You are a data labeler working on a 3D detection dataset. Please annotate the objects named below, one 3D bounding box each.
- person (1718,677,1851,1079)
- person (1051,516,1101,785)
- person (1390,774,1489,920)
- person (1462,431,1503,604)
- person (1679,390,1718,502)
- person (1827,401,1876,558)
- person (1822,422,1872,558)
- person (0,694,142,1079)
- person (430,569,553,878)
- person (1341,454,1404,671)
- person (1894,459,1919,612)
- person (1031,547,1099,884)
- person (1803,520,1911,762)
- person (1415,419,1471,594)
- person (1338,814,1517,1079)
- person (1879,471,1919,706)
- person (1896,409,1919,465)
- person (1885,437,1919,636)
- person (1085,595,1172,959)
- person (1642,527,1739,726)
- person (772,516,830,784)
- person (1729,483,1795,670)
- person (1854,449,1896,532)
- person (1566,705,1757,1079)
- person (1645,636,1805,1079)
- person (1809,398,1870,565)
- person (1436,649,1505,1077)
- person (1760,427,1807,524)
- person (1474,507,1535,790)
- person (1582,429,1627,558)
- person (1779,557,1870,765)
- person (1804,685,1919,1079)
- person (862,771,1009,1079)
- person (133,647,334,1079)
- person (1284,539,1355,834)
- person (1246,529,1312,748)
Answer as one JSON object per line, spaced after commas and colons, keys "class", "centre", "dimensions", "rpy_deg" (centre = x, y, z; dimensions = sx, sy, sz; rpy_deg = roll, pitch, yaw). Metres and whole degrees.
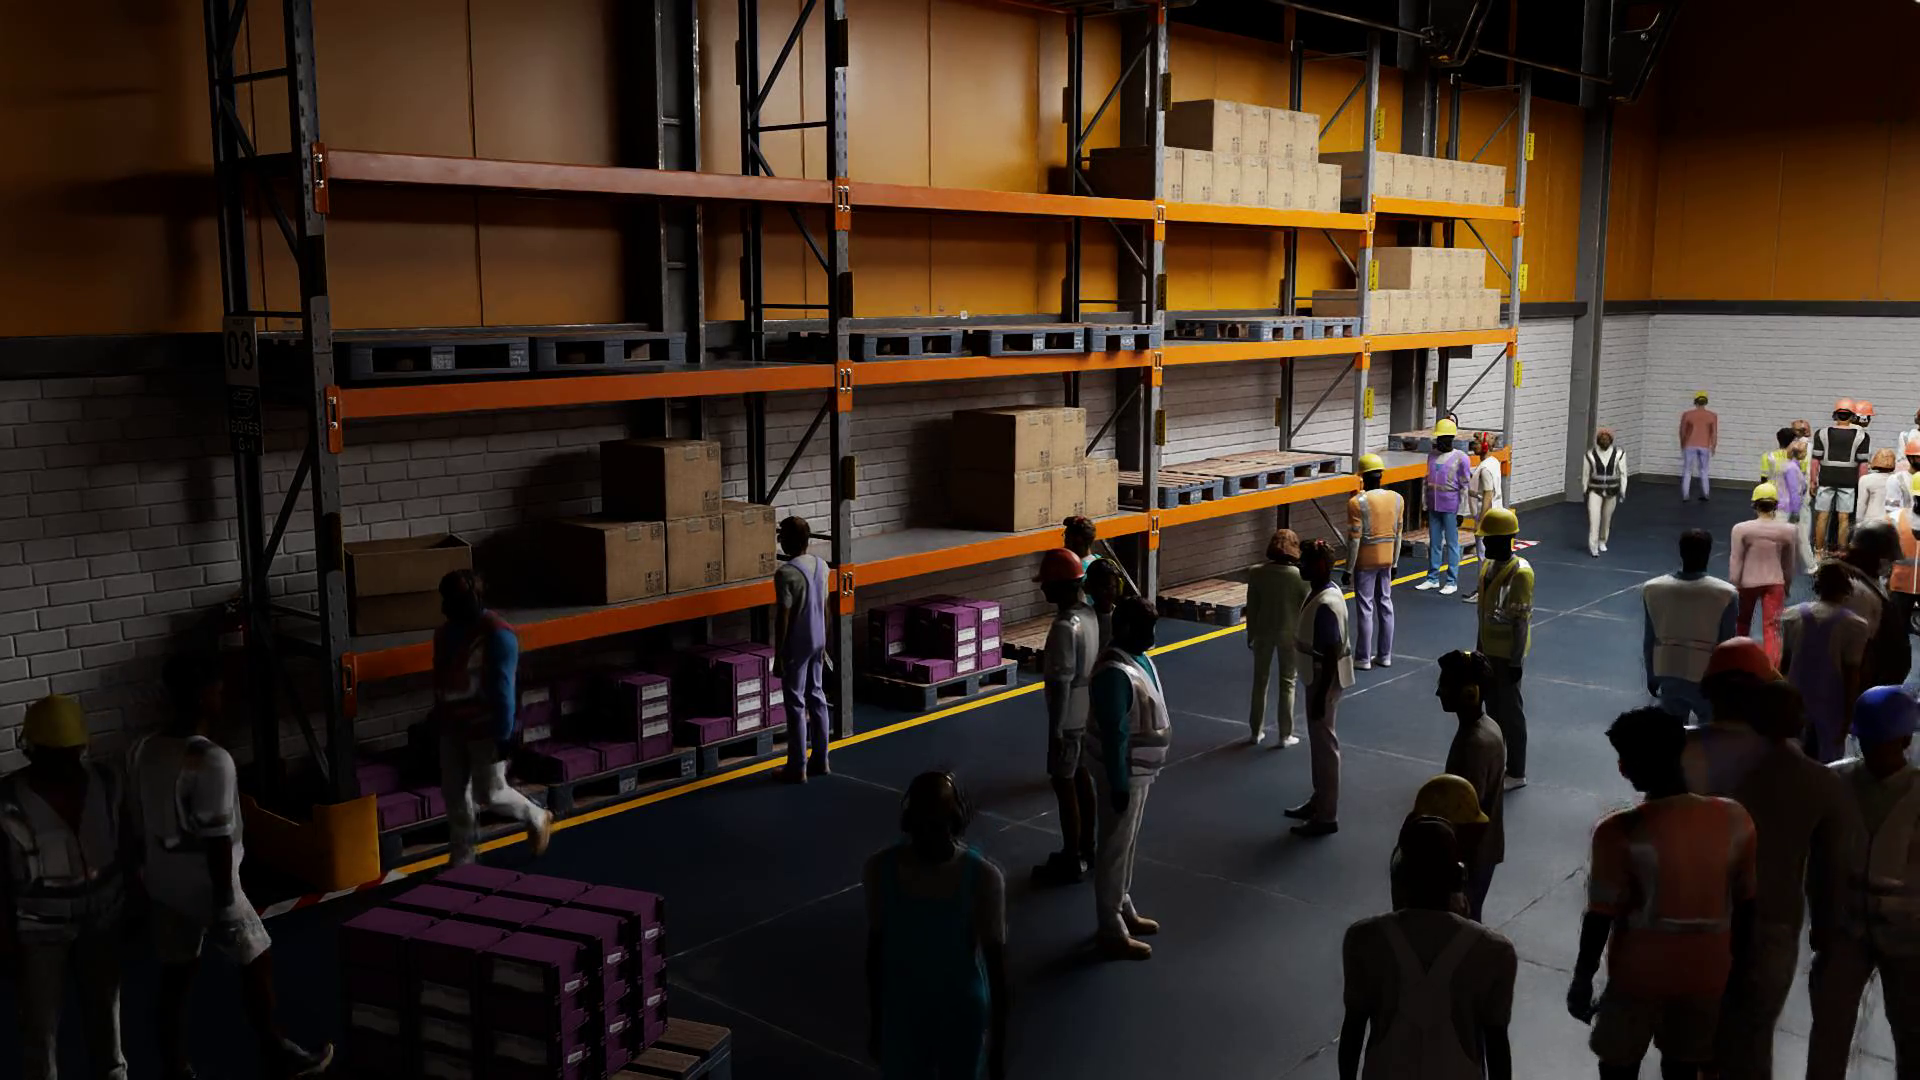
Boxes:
{"class": "person", "centre": [3.078, 1.489, 6.529], "dimensions": [0.676, 1.892, 1.039], "rpy_deg": [6, 11, 35]}
{"class": "person", "centre": [0.845, 0.752, 11.353], "dimensions": [0.390, 1.847, 0.563], "rpy_deg": [3, 9, 21]}
{"class": "person", "centre": [1.650, 1.665, 5.840], "dimensions": [0.341, 1.736, 0.486], "rpy_deg": [-1, 9, -4]}
{"class": "person", "centre": [5.594, -0.239, 17.744], "dimensions": [0.390, 1.847, 0.566], "rpy_deg": [3, 9, 18]}
{"class": "person", "centre": [11.490, -1.459, 25.931], "dimensions": [0.537, 1.751, 0.398], "rpy_deg": [2, 9, 14]}
{"class": "person", "centre": [10.932, -0.711, 20.350], "dimensions": [0.415, 1.986, 0.617], "rpy_deg": [0, 9, -1]}
{"class": "person", "centre": [10.929, -0.613, 20.509], "dimensions": [0.484, 1.738, 0.305], "rpy_deg": [7, 12, 40]}
{"class": "person", "centre": [-3.545, 1.500, 6.610], "dimensions": [0.403, 1.824, 0.591], "rpy_deg": [7, 11, 37]}
{"class": "person", "centre": [-2.722, 1.050, 9.521], "dimensions": [0.633, 1.821, 0.627], "rpy_deg": [6, 11, 33]}
{"class": "person", "centre": [3.629, 0.197, 14.703], "dimensions": [0.585, 1.917, 0.380], "rpy_deg": [-4, 10, -25]}
{"class": "person", "centre": [9.964, -0.158, 17.192], "dimensions": [0.708, 1.865, 0.641], "rpy_deg": [0, 9, 2]}
{"class": "person", "centre": [0.599, 0.996, 9.515], "dimensions": [0.393, 1.928, 0.547], "rpy_deg": [4, 10, 23]}
{"class": "person", "centre": [5.597, 0.796, 10.441], "dimensions": [0.983, 2.000, 0.685], "rpy_deg": [6, 11, 35]}
{"class": "person", "centre": [5.324, -0.368, 18.311], "dimensions": [0.371, 1.929, 0.585], "rpy_deg": [-6, 11, -33]}
{"class": "person", "centre": [1.400, 1.735, 5.045], "dimensions": [0.503, 1.839, 0.344], "rpy_deg": [3, 9, 18]}
{"class": "person", "centre": [7.761, 0.386, 13.497], "dimensions": [0.582, 1.919, 0.398], "rpy_deg": [7, 11, 38]}
{"class": "person", "centre": [12.024, -0.734, 20.833], "dimensions": [0.576, 1.880, 0.360], "rpy_deg": [8, 12, 42]}
{"class": "person", "centre": [9.194, -0.027, 16.070], "dimensions": [0.546, 1.942, 0.353], "rpy_deg": [-2, 9, -12]}
{"class": "person", "centre": [0.866, 1.192, 8.547], "dimensions": [0.430, 1.841, 0.624], "rpy_deg": [3, 9, 17]}
{"class": "person", "centre": [4.578, 0.864, 10.442], "dimensions": [0.597, 1.900, 0.508], "rpy_deg": [7, 12, 40]}
{"class": "person", "centre": [-1.091, 0.748, 11.410], "dimensions": [0.337, 1.839, 0.512], "rpy_deg": [6, 11, 35]}
{"class": "person", "centre": [6.839, 0.372, 14.198], "dimensions": [0.540, 1.722, 0.911], "rpy_deg": [2, 9, 12]}
{"class": "person", "centre": [9.962, -0.174, 18.008], "dimensions": [0.497, 1.633, 0.284], "rpy_deg": [2, 9, 12]}
{"class": "person", "centre": [2.514, 1.546, 5.932], "dimensions": [0.655, 1.944, 0.367], "rpy_deg": [-1, 9, -6]}
{"class": "person", "centre": [3.014, 1.382, 6.709], "dimensions": [0.644, 2.023, 0.525], "rpy_deg": [0, 9, 0]}
{"class": "person", "centre": [10.596, -0.692, 20.080], "dimensions": [0.613, 2.033, 0.411], "rpy_deg": [5, 10, 29]}
{"class": "person", "centre": [2.186, 1.389, 7.203], "dimensions": [0.327, 1.863, 0.510], "rpy_deg": [3, 9, 17]}
{"class": "person", "centre": [10.023, -0.544, 20.302], "dimensions": [0.531, 1.667, 0.682], "rpy_deg": [3, 9, 21]}
{"class": "person", "centre": [3.656, 0.729, 11.291], "dimensions": [0.407, 1.918, 0.583], "rpy_deg": [-2, 9, -10]}
{"class": "person", "centre": [8.093, -0.601, 20.919], "dimensions": [0.516, 1.591, 0.852], "rpy_deg": [2, 9, 15]}
{"class": "person", "centre": [5.078, 1.006, 9.926], "dimensions": [0.953, 1.804, 0.528], "rpy_deg": [-8, 12, -43]}
{"class": "person", "centre": [3.611, 1.482, 6.487], "dimensions": [0.983, 1.900, 0.623], "rpy_deg": [-8, 12, -43]}
{"class": "person", "centre": [-0.088, 1.658, 5.675], "dimensions": [0.522, 1.803, 0.872], "rpy_deg": [1, 9, 9]}
{"class": "person", "centre": [-3.050, 1.385, 6.947], "dimensions": [0.620, 1.937, 0.783], "rpy_deg": [6, 10, 32]}
{"class": "person", "centre": [2.254, 0.907, 10.351], "dimensions": [0.395, 1.847, 0.564], "rpy_deg": [1, 9, 8]}
{"class": "person", "centre": [2.350, 0.724, 12.255], "dimensions": [0.504, 1.623, 0.287], "rpy_deg": [4, 10, 25]}
